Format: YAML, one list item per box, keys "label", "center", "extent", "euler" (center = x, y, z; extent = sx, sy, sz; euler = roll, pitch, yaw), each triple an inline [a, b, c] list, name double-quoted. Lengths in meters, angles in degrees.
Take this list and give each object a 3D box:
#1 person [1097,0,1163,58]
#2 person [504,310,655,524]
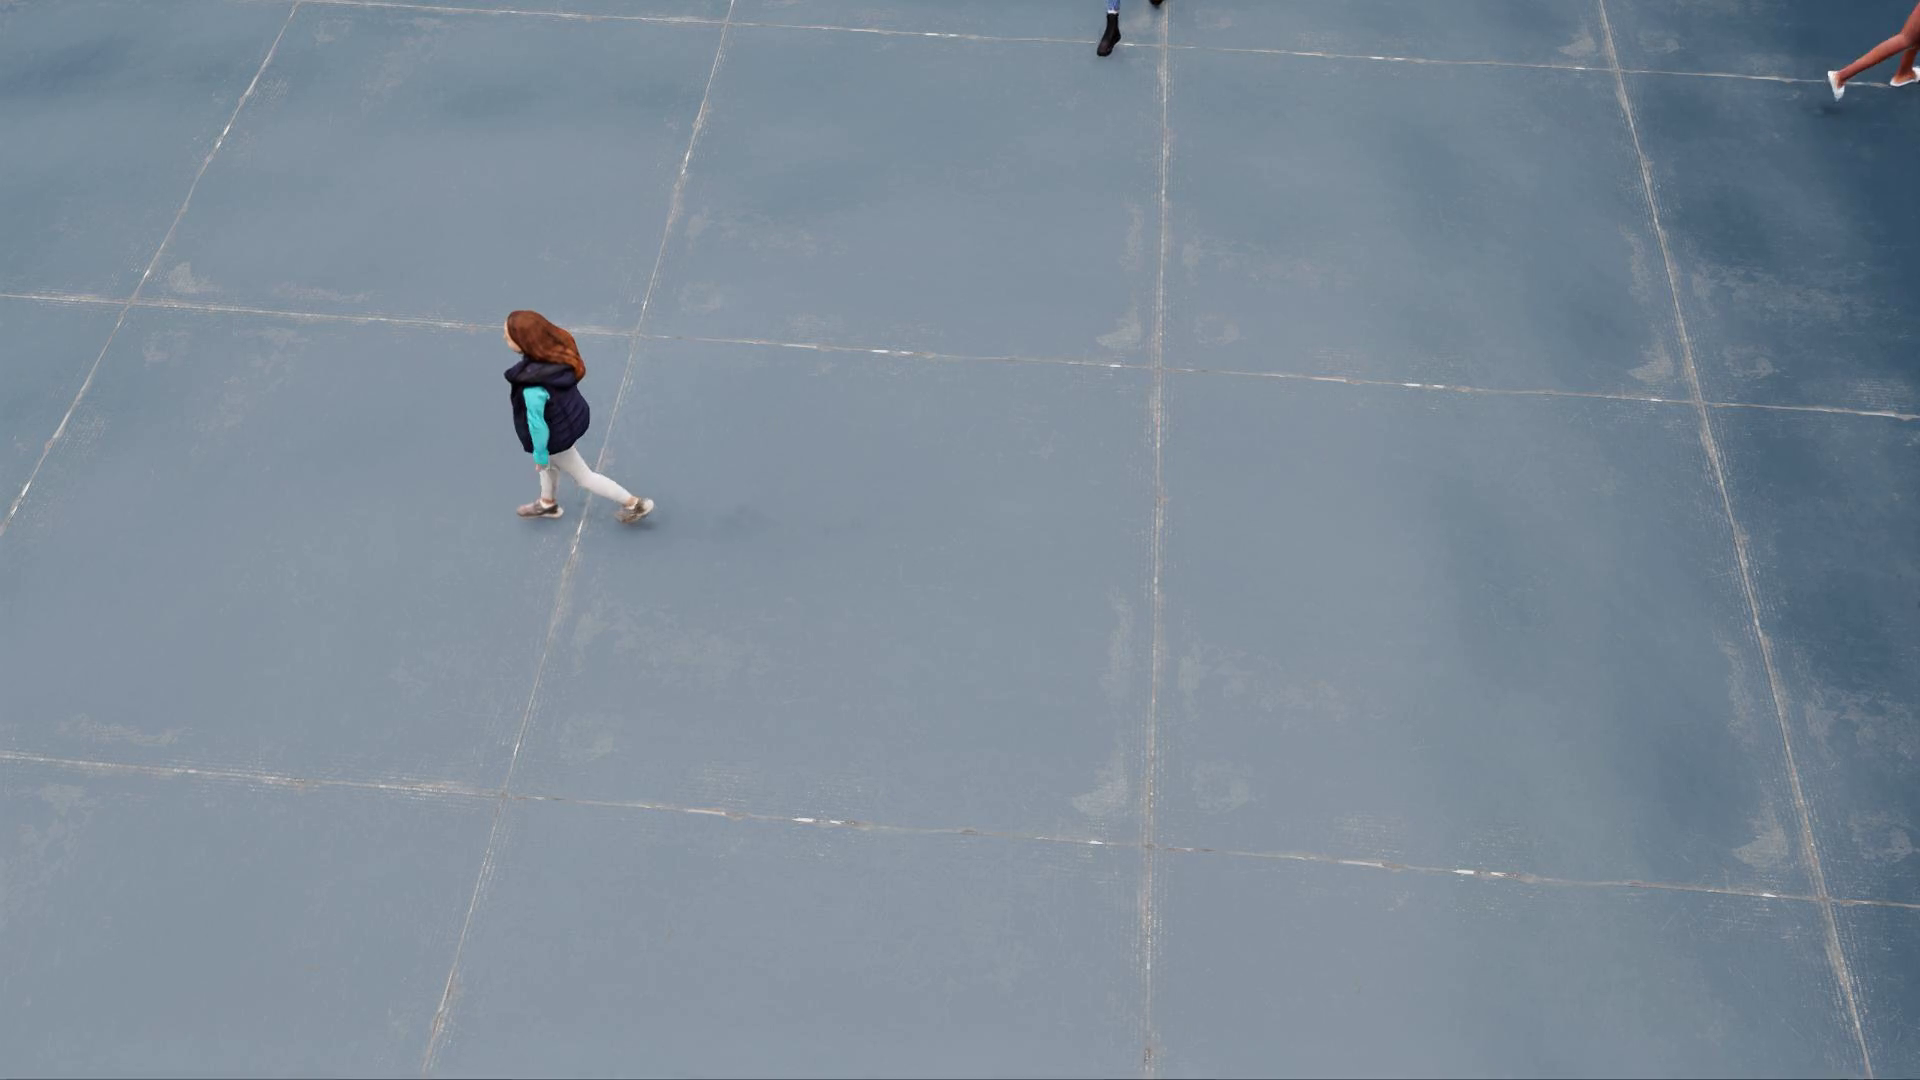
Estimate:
- label: "person"
  center: [1.210, -4.046, 10.718]
  extent: [1.138, 1.660, 0.837]
  euler: [17, 54, 13]
- label: "person"
  center: [-1.915, -0.551, 8.129]
  extent: [0.973, 1.473, 0.629]
  euler: [-1, 52, -1]
